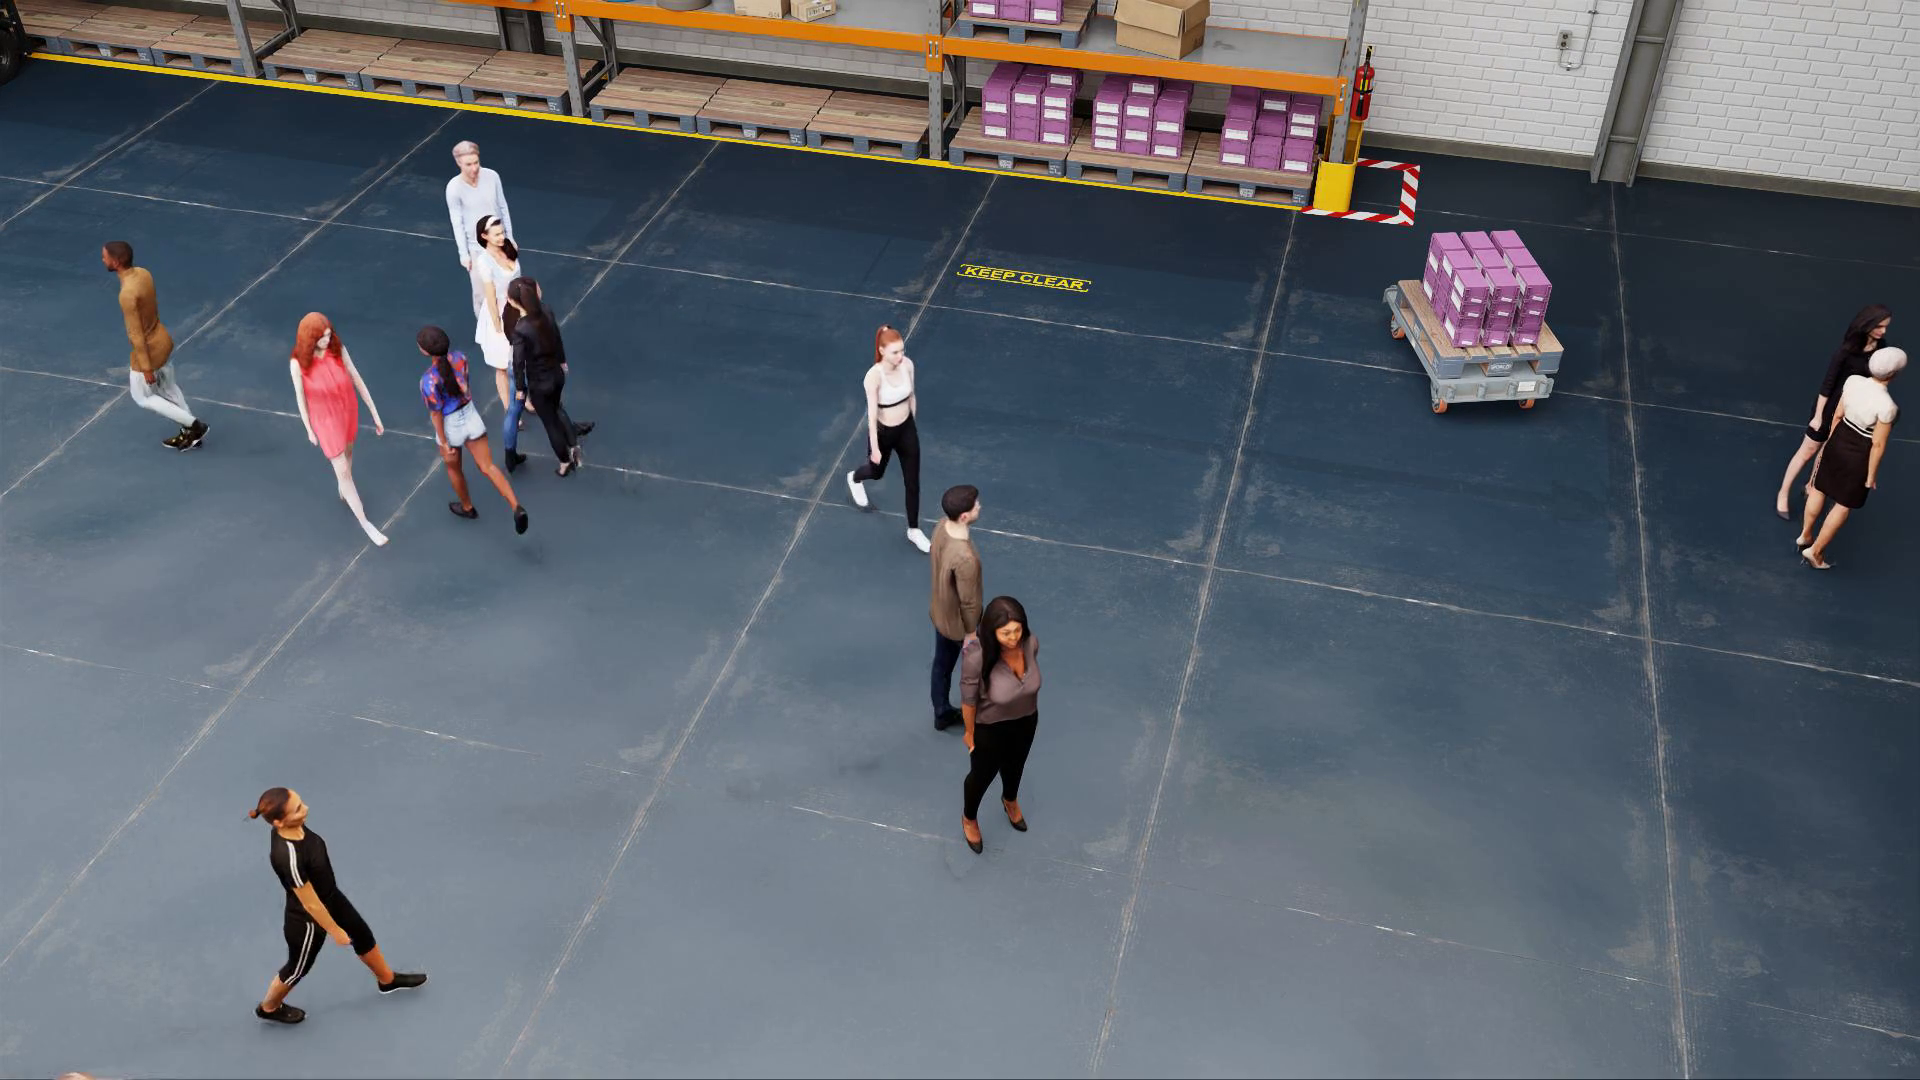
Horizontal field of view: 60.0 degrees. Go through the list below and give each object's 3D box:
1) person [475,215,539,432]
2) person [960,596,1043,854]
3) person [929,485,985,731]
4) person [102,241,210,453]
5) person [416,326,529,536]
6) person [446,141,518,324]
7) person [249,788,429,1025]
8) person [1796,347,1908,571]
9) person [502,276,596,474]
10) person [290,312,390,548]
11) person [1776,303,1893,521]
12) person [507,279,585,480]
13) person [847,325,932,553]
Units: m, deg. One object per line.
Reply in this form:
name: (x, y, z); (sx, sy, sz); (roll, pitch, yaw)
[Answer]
person: (-3.498, -1.691, 12.862); (0.732, 1.815, 0.711); (13, 40, 16)
person: (0.226, 1.029, 9.436); (0.749, 1.841, 0.805); (-21, 43, -24)
person: (-0.086, 0.470, 10.107); (0.880, 1.876, 0.824); (-15, 41, -18)
person: (-6.006, -1.431, 12.543); (0.799, 1.808, 0.777); (-5, 39, -6)
person: (-3.467, -0.736, 11.749); (1.159, 1.712, 0.875); (29, 47, 31)
person: (-3.916, -2.423, 13.720); (0.737, 1.887, 0.751); (-29, 47, -31)
person: (-3.392, 1.915, 8.494); (1.184, 1.630, 0.924); (-7, 39, -9)
person: (6.143, -0.573, 11.508); (0.756, 1.758, 0.743); (-10, 40, -13)
person: (-3.291, -1.197, 12.435); (1.113, 1.576, 1.095); (29, 47, 31)
person: (-4.482, -0.867, 11.861); (1.165, 1.777, 0.913); (30, 47, 32)
person: (6.273, -0.921, 11.910); (0.614, 1.801, 0.710); (-13, 40, -16)
person: (-2.987, -1.146, 12.268); (0.654, 1.704, 0.659); (12, 40, 15)
person: (-0.550, -0.769, 11.795); (1.052, 1.707, 1.214); (-26, 45, -29)
